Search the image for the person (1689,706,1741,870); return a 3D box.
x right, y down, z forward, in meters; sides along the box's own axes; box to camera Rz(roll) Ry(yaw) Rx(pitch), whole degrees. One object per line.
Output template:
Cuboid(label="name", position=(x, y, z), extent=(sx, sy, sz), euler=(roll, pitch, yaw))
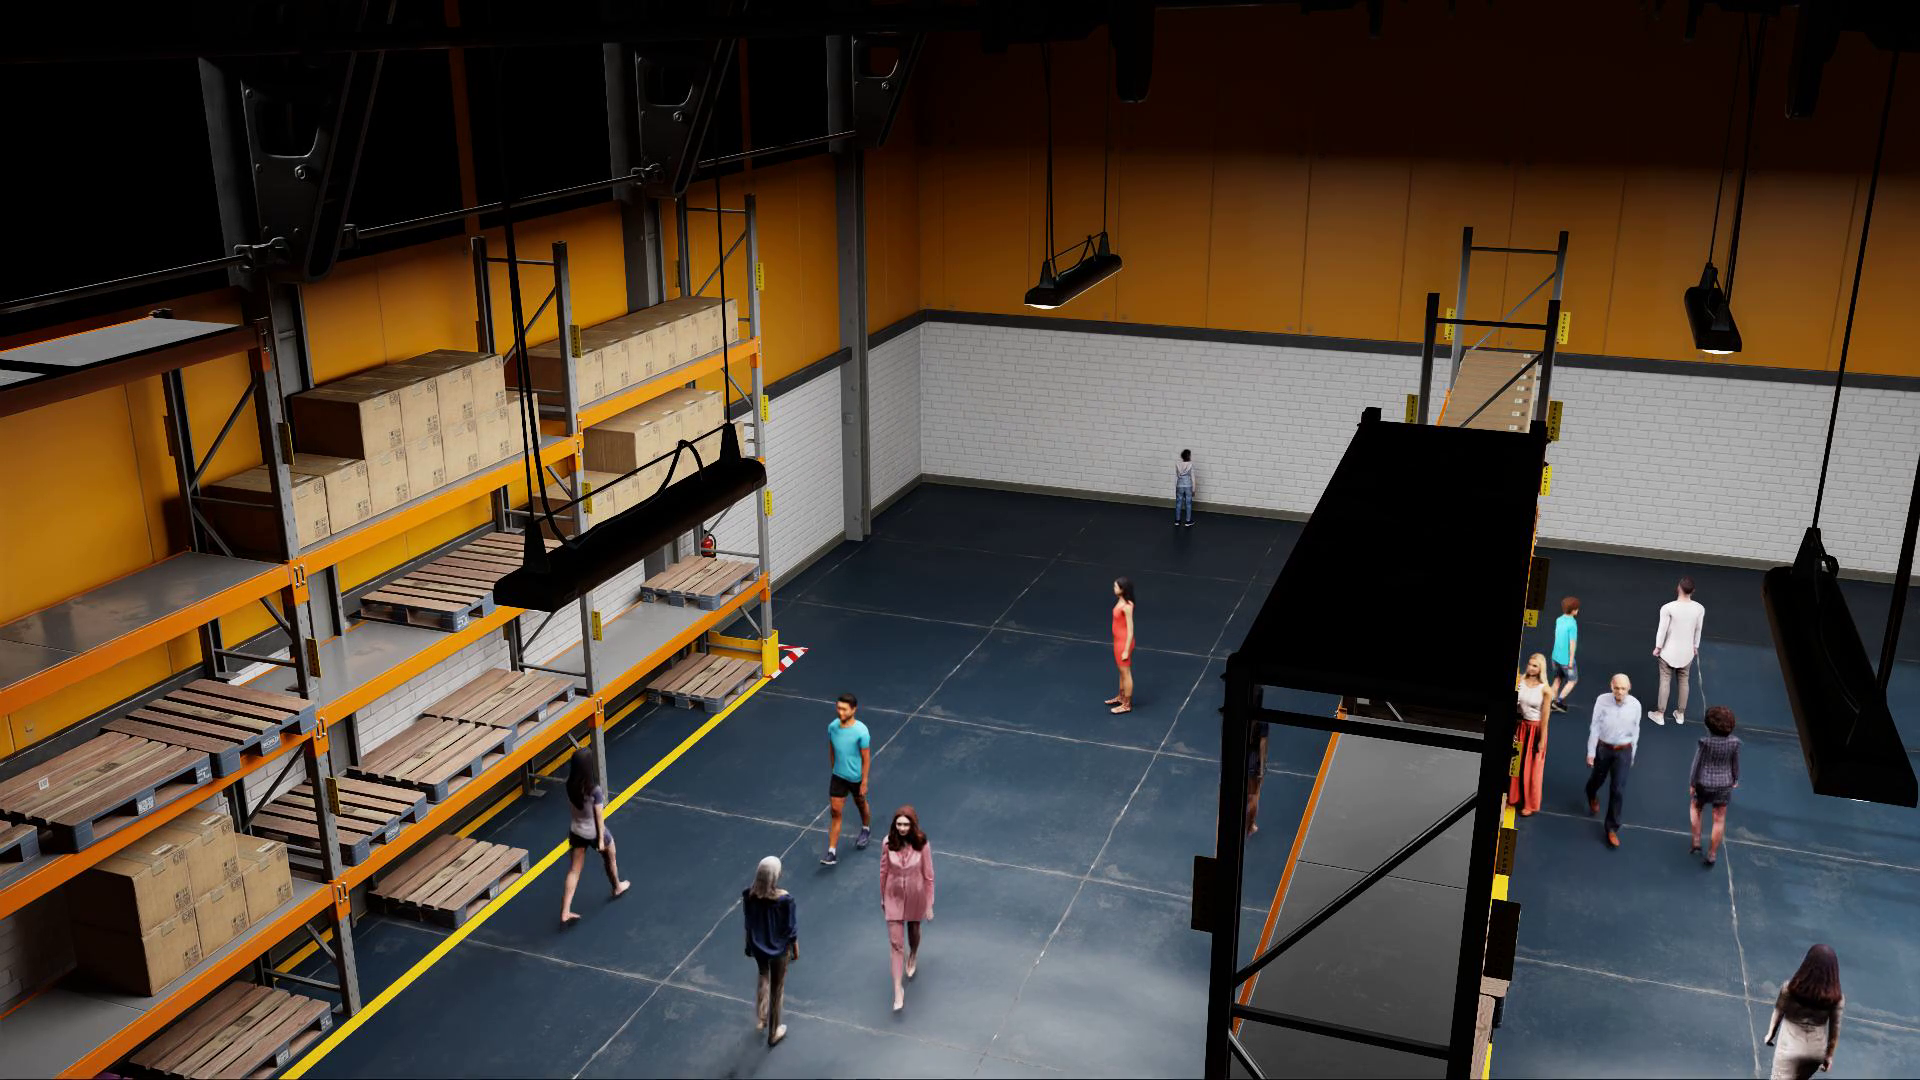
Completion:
Cuboid(label="person", position=(7.395, 2.457, 16.281), extent=(0.718, 1.680, 0.675), euler=(4, 19, 11))

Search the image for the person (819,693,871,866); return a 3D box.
Cuboid(label="person", position=(-1.048, 2.333, 16.578), extent=(0.678, 1.727, 1.139), euler=(8, 20, 22))

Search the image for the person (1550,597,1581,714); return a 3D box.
Cuboid(label="person", position=(7.143, 1.384, 19.850), extent=(0.706, 1.435, 0.634), euler=(-4, 19, -13))

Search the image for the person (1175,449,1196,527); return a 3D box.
Cuboid(label="person", position=(3.611, -0.859, 26.785), extent=(0.492, 1.260, 0.494), euler=(8, 20, 23))

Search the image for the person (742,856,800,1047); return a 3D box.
Cuboid(label="person", position=(-1.580, 3.378, 13.531), extent=(0.615, 1.689, 0.589), euler=(6, 19, 17))

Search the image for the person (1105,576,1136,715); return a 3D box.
Cuboid(label="person", position=(1.963, 1.234, 19.854), extent=(0.726, 1.719, 0.614), euler=(-2, 19, -7))

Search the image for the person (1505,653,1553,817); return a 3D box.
Cuboid(label="person", position=(5.957, 2.015, 17.406), extent=(0.749, 1.800, 0.724), euler=(-15, 24, -37))

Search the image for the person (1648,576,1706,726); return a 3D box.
Cuboid(label="person", position=(8.425, 1.280, 19.525), extent=(0.737, 1.840, 0.691), euler=(0, 19, 0))

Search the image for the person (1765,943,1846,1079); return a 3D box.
Cuboid(label="person", position=(6.174, 3.808, 12.210), extent=(0.647, 1.718, 1.067), euler=(5, 19, 14))

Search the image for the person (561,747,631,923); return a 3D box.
Cuboid(label="person", position=(-3.505, 2.758, 15.419), extent=(0.691, 1.661, 1.159), euler=(9, 21, 25))

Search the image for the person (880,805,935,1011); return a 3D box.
Cuboid(label="person", position=(-0.437, 3.074, 14.340), extent=(0.838, 1.749, 1.181), euler=(2, 19, 5))

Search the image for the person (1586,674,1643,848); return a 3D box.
Cuboid(label="person", position=(6.654, 2.161, 17.033), extent=(0.739, 1.760, 1.192), euler=(4, 19, 11))
